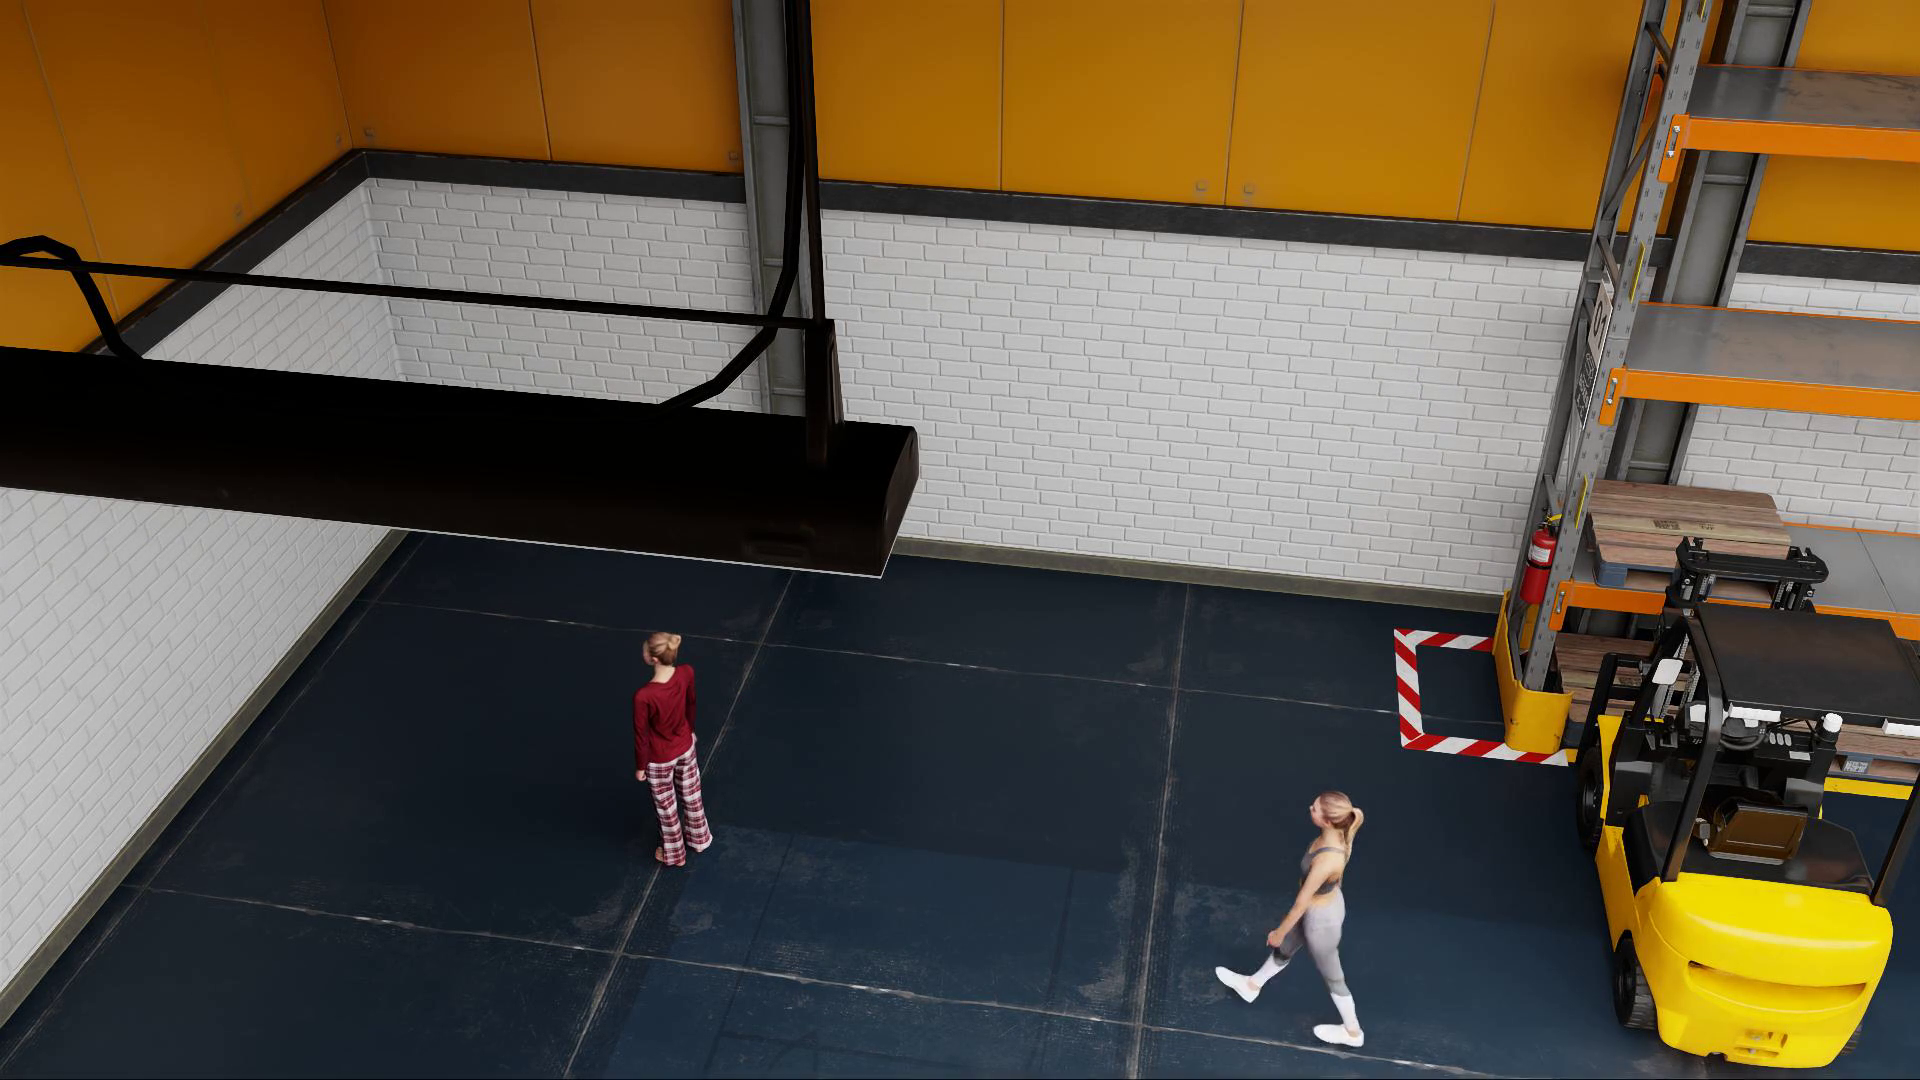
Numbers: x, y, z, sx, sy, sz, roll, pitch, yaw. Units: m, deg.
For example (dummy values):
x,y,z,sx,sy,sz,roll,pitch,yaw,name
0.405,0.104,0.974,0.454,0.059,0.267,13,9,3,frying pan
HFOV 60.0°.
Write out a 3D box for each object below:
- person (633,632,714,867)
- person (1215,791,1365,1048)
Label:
x,y,z,sx,sy,sz,roll,pitch,yaw,name
-1.721,1.225,9.806,0.681,1.687,0.690,26,41,33,person
1.949,2.020,8.636,1.142,1.659,0.768,14,36,20,person
